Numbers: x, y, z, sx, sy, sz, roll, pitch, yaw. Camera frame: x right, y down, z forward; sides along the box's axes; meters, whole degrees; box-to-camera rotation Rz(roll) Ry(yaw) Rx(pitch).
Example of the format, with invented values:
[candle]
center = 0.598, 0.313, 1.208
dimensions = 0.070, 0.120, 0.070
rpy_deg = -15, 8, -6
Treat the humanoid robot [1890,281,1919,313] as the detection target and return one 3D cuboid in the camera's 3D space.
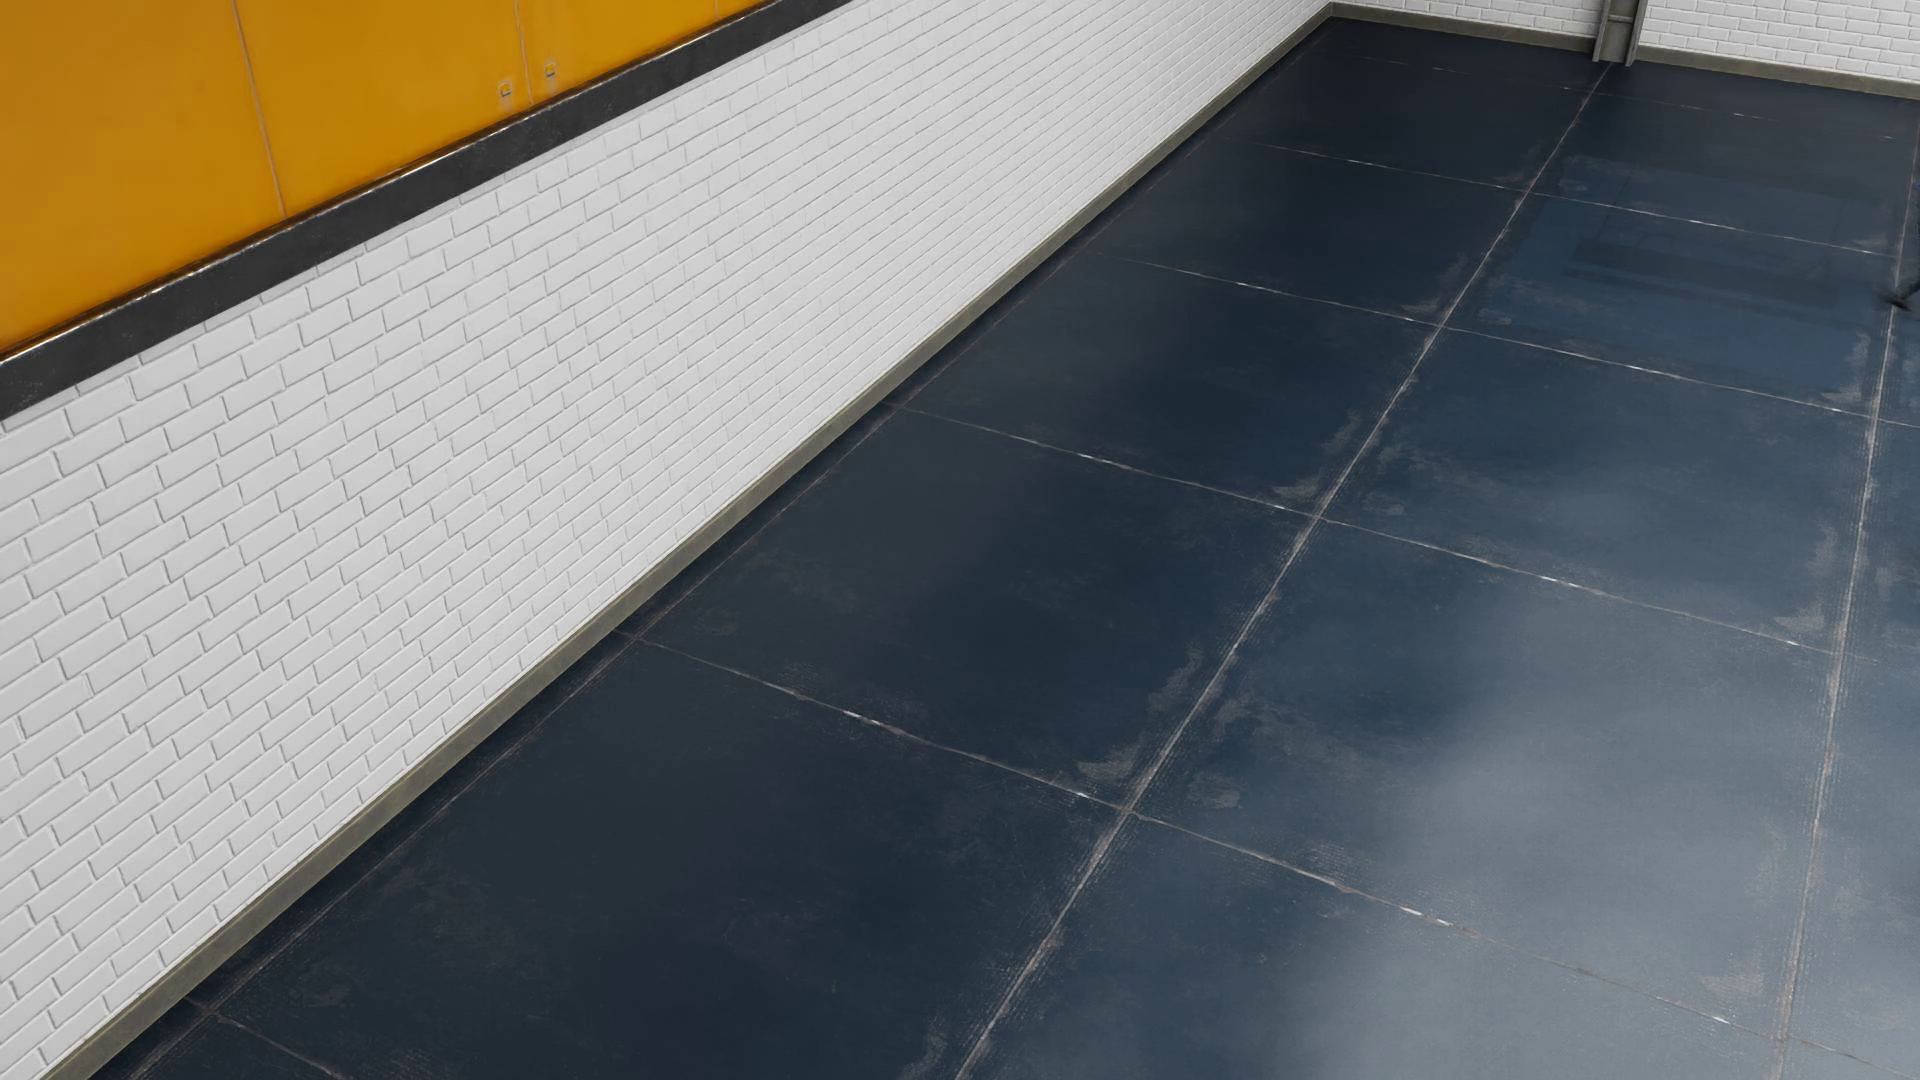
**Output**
[humanoid robot]
center = 7.416, -2.378, 12.289
dimensions = 0.620, 1.646, 0.587
rpy_deg = 23, 40, 31
